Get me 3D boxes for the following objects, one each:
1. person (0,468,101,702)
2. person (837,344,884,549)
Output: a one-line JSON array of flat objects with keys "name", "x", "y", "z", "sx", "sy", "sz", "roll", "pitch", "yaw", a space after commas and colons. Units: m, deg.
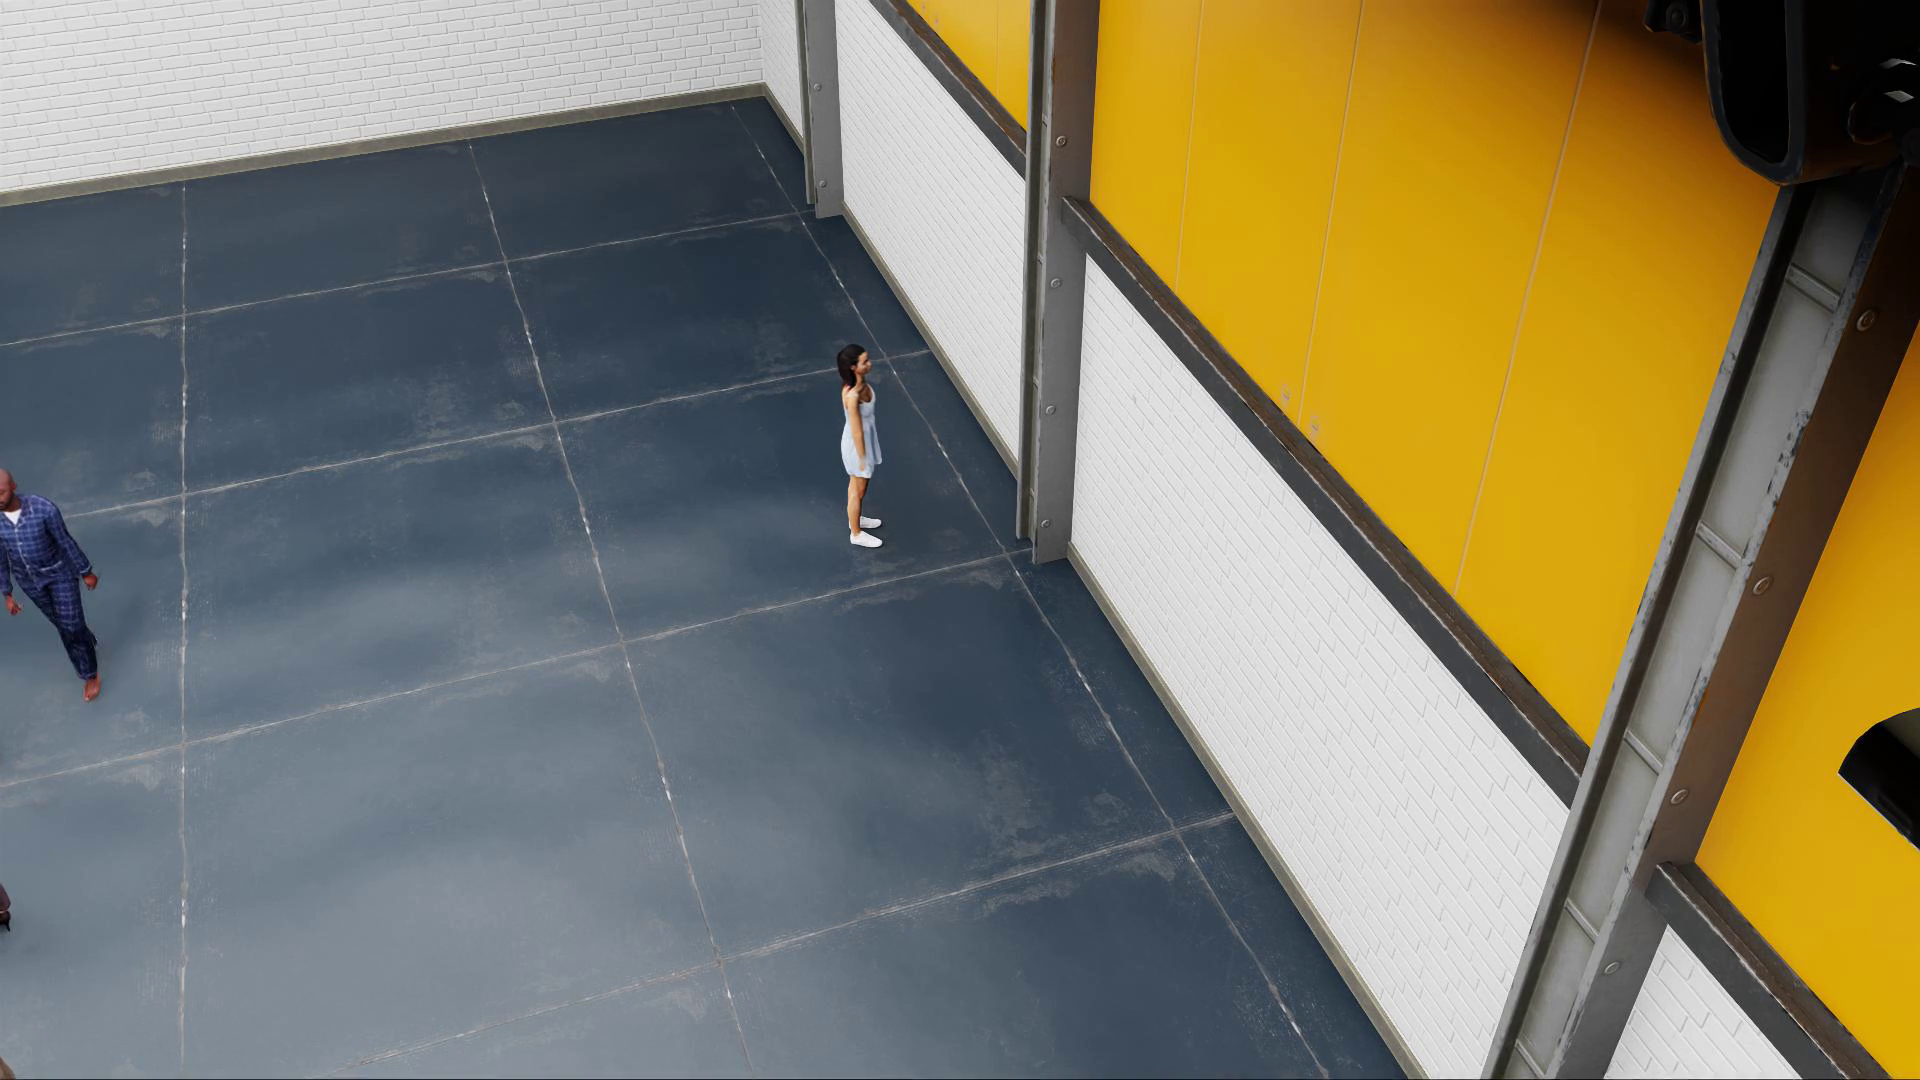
[{"name": "person", "x": -6.224, "y": 0.187, "z": 11.369, "sx": 0.801, "sy": 1.796, "sz": 0.933, "roll": -5, "pitch": 39, "yaw": -6}, {"name": "person", "x": -0.768, "y": -0.730, "z": 12.571, "sx": 0.714, "sy": 1.729, "sz": 0.578, "roll": 0, "pitch": 39, "yaw": 0}]
